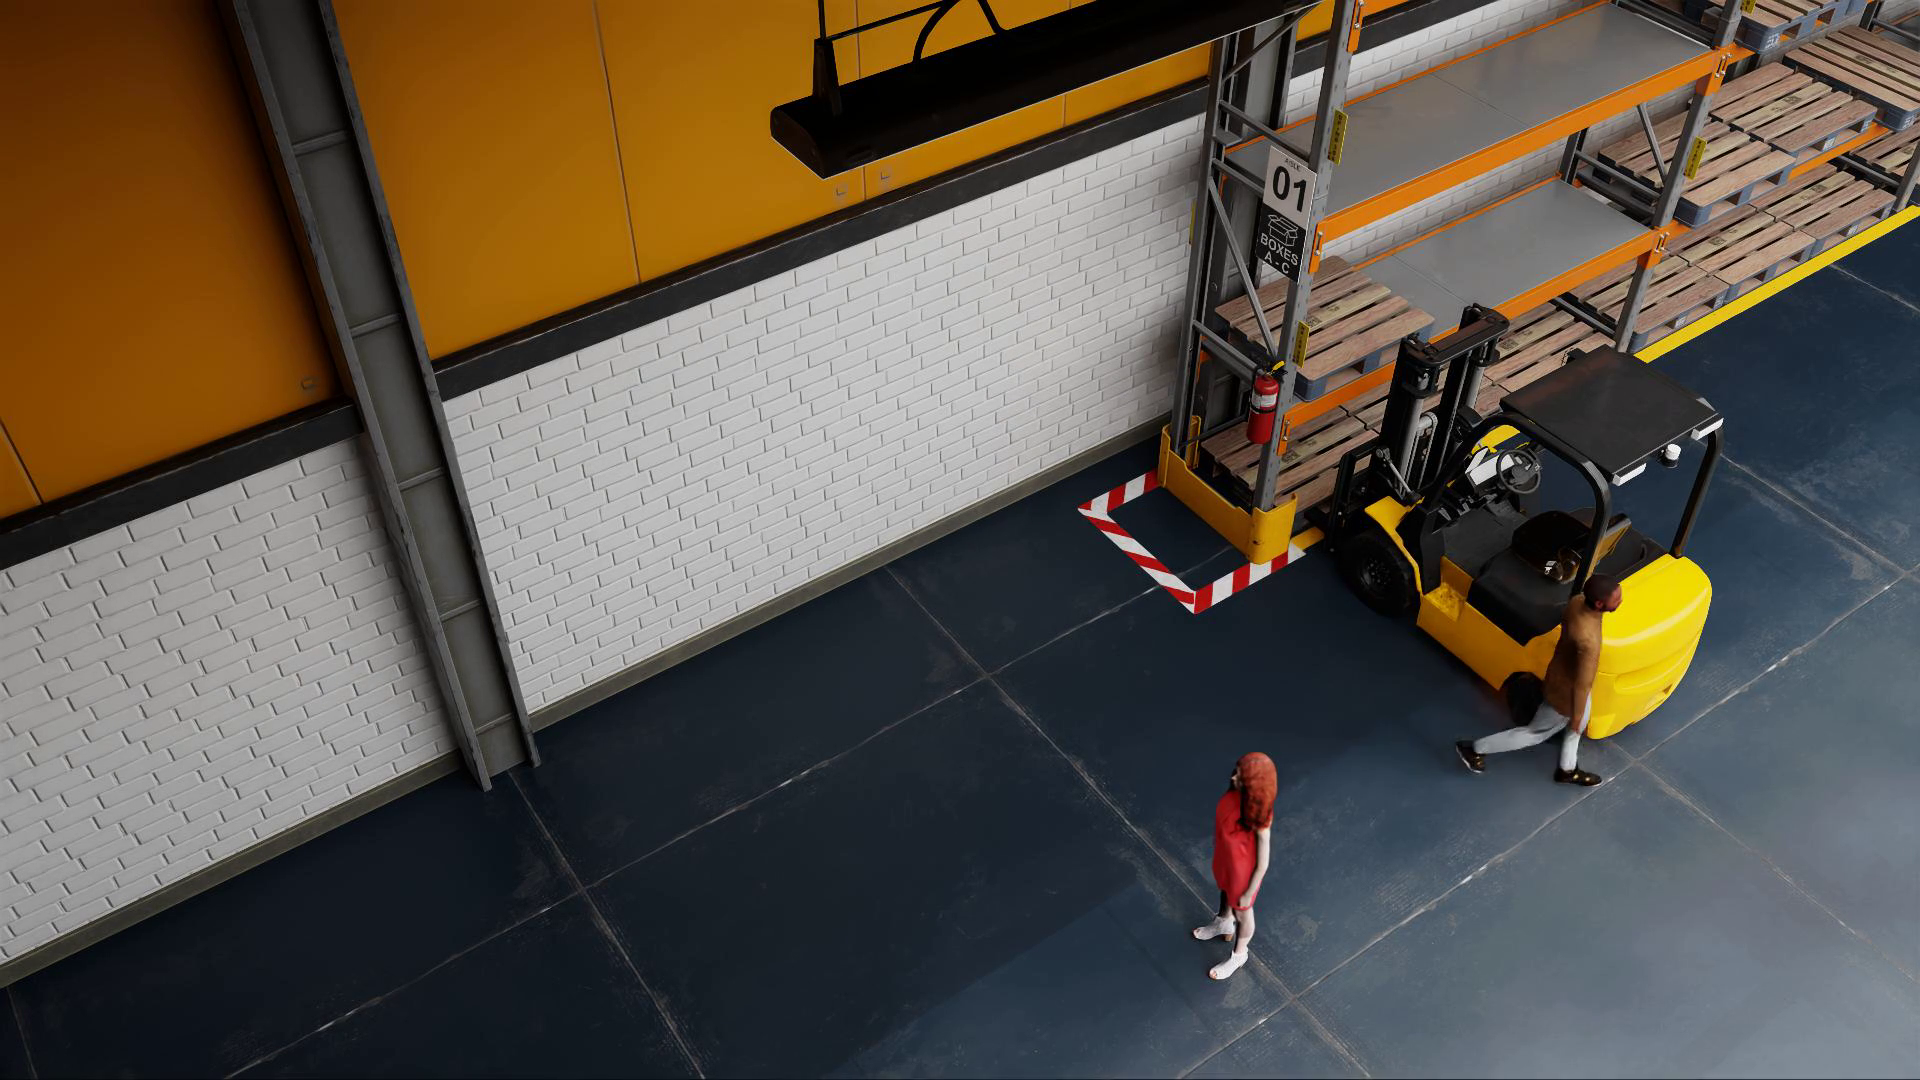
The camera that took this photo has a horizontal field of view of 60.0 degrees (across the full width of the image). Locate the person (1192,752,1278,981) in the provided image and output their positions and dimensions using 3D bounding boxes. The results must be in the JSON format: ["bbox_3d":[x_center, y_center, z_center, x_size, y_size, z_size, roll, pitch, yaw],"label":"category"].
[{"bbox_3d":[1.528,1.758,9.051,0.647,1.827,0.660,-8,44,-8],"label":"person"}]

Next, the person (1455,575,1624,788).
[{"bbox_3d":[3.560,0.877,10.005,1.211,1.786,1.169,8,44,9],"label":"person"}]
